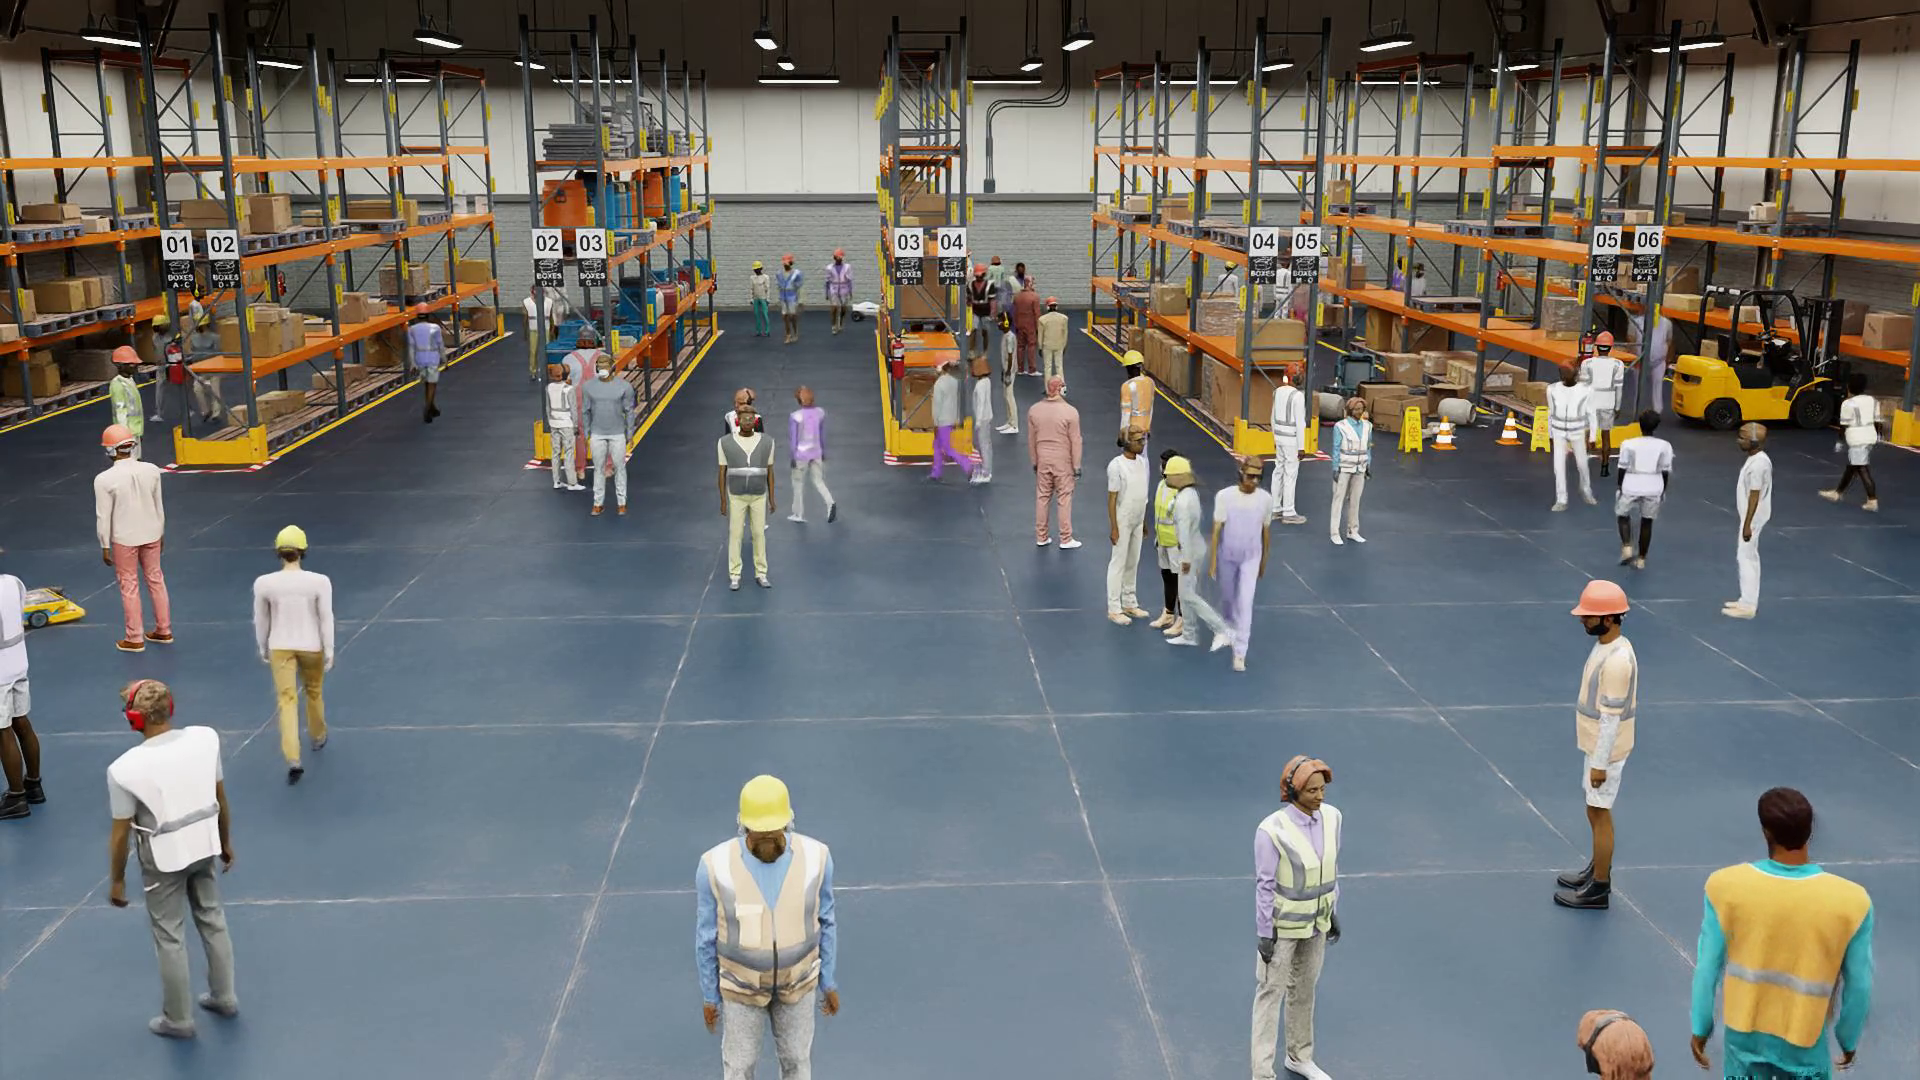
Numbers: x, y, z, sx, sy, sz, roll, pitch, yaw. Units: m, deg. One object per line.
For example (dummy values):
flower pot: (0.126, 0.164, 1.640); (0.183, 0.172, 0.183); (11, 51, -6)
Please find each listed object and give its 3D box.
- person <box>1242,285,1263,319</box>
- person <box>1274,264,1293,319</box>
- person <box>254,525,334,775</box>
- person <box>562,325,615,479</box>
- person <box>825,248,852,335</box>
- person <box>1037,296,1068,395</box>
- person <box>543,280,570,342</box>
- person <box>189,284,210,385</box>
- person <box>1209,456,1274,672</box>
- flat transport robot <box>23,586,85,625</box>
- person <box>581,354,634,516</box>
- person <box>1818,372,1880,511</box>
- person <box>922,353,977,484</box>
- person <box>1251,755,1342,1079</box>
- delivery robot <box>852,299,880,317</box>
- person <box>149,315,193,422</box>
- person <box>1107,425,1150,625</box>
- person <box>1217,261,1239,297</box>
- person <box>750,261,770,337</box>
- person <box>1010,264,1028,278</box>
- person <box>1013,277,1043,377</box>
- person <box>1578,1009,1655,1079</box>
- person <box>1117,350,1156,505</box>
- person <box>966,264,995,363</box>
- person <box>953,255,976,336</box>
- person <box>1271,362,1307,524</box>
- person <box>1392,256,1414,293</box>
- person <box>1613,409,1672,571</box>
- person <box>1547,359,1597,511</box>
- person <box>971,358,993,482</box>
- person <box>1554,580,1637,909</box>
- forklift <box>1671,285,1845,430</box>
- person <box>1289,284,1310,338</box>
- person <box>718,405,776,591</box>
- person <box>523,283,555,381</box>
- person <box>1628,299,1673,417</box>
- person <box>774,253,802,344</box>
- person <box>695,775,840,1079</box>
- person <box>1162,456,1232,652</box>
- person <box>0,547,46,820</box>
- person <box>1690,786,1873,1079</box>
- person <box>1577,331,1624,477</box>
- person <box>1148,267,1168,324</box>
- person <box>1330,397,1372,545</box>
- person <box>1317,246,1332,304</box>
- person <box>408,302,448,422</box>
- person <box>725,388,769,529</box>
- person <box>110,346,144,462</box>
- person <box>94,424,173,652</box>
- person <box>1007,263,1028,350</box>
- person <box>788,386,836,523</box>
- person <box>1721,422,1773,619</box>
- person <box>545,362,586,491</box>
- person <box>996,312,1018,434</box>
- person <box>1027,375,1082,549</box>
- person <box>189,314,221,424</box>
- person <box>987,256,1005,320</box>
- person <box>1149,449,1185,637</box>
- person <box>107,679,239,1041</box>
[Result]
person: (6.406, -5.066, 36.603); (0.500, 1.633, 0.280); (2, 13, 7)
person: (7.418, -5.556, 38.155); (0.358, 1.880, 0.575); (-8, 16, -32)
person: (-4.685, 0.762, 11.738); (0.530, 1.727, 0.925); (-4, 14, -16)
person: (-4.920, -1.838, 22.052); (0.688, 2.000, 0.536); (-4, 14, -16)
person: (-2.858, -5.830, 38.986); (0.653, 2.029, 0.605); (-2, 13, -9)
person: (1.634, -3.449, 29.545); (0.550, 1.734, 0.383); (-3, 14, -12)
person: (-8.507, -4.822, 34.773); (0.617, 2.011, 0.957); (-8, 16, -32)
person: (-14.052, -3.794, 30.740); (0.330, 1.861, 0.506); (-5, 14, -20)
person: (2.392, 0.141, 14.200); (0.526, 1.802, 0.971); (2, 13, 8)
flat transport robot: (-8.861, 0.683, 15.167); (0.652, 0.197, 1.431); (13, 18, 43)
person: (-4.179, -1.249, 19.775); (0.627, 1.940, 0.371); (-1, 13, -2)
person: (10.896, -1.196, 20.155); (0.538, 1.651, 0.822); (-7, 15, -26)
person: (-0.138, -1.564, 21.608); (0.772, 1.712, 0.567); (6, 14, 23)
person: (1.540, 1.770, 7.629); (0.512, 1.641, 0.307); (-10, 16, -35)
delivery robot: (-2.346, -5.842, 41.998); (0.707, 0.478, 0.477); (2, 13, 8)
person: (-12.735, -2.772, 26.747); (0.500, 1.699, 0.894); (2, 13, 10)
person: (1.554, -0.147, 15.308); (0.338, 1.846, 0.514); (12, 18, 40)
person: (6.202, -5.563, 38.425); (0.534, 1.767, 0.320); (10, 16, 36)
person: (-4.637, -5.573, 38.496); (0.536, 1.753, 0.341); (7, 15, 26)
person: (1.400, -5.704, 39.305); (0.503, 1.631, 0.283); (4, 14, 15)
person: (1.317, -4.092, 31.902); (0.639, 1.904, 0.402); (13, 18, 43)
person: (2.085, 2.298, 5.400); (0.511, 1.637, 0.307); (-2, 13, -7)
person: (2.118, -1.347, 20.231); (0.372, 1.922, 0.585); (12, 18, 40)
person: (0.390, -4.597, 33.848); (0.629, 1.986, 1.045); (3, 14, 12)
person: (0.099, -5.731, 38.813); (0.584, 1.917, 0.375); (9, 16, 34)
person: (3.844, -1.137, 19.418); (0.337, 1.882, 0.584); (-5, 14, -21)
person: (10.322, -5.714, 38.931); (0.429, 1.837, 0.628); (-6, 15, -24)
person: (7.046, -0.511, 17.191); (0.535, 1.688, 0.356); (3, 14, 12)
person: (7.422, -1.290, 20.142); (0.624, 1.859, 0.725); (9, 16, 33)
person: (0.284, -1.568, 21.782); (0.286, 1.633, 0.500); (3, 14, 12)
person: (3.657, 1.170, 9.564); (0.392, 1.927, 0.546); (4, 14, 16)
forklift: (12.503, -2.886, 26.166); (2.313, 2.155, 1.214); (-1, 13, -3)
person: (7.484, -5.060, 36.396); (0.778, 1.724, 0.548); (-9, 16, -33)
person: (-2.109, -0.430, 16.500); (0.565, 1.850, 0.390); (-4, 14, -17)
person: (-7.928, -3.929, 31.330); (0.570, 1.843, 0.372); (-6, 15, -24)
person: (11.104, -2.959, 26.801); (0.684, 2.000, 1.131); (4, 14, 17)
person: (-3.833, -5.350, 36.976); (0.608, 2.030, 0.475); (5, 14, 22)
person: (-0.793, 1.841, 6.945); (0.600, 1.824, 0.405); (-4, 14, -15)
person: (2.047, 0.121, 14.469); (0.637, 1.706, 0.510); (3, 14, 14)
person: (-6.272, 0.865, 10.822); (0.356, 1.939, 0.543); (-1, 13, -3)
person: (3.157, 1.917, 6.468); (0.616, 1.887, 0.567); (7, 15, 28)
person: (8.502, -1.803, 22.125); (0.552, 1.937, 0.356); (3, 14, 14)
person: (4.672, -5.614, 39.051); (0.519, 1.580, 0.887); (-1, 13, -4)
person: (4.324, -0.769, 18.385); (0.514, 1.640, 0.310); (-6, 15, -24)
person: (9.422, -6.692, 43.061); (0.595, 1.831, 0.403); (0, 13, 1)
person: (-8.567, -2.866, 26.699); (0.541, 1.909, 0.926); (1, 13, 5)
person: (-2.444, -0.913, 18.994); (0.521, 1.640, 0.307); (7, 15, 26)
person: (-9.783, -1.277, 19.671); (0.391, 2.040, 0.614); (-4, 14, -15)
person: (-7.216, -0.021, 14.489); (0.406, 1.986, 0.604); (8, 16, 32)
person: (1.314, -5.053, 36.044); (0.616, 1.867, 0.992); (-4, 14, -17)
person: (-1.735, -0.975, 19.282); (0.526, 1.614, 0.671); (-11, 17, -39)
person: (7.366, -0.190, 15.514); (0.343, 1.838, 0.509); (7, 15, 26)
person: (-5.065, -1.443, 21.235); (0.512, 1.642, 0.312); (9, 16, 33)
person: (0.723, -2.566, 25.542); (0.326, 1.861, 0.503); (-2, 13, -8)
person: (1.057, -0.850, 18.154); (0.643, 1.909, 0.411); (8, 16, 32)
person: (-11.943, -2.703, 26.351); (0.526, 1.753, 0.451); (0, 13, -1)
person: (0.915, -6.426, 42.384); (0.508, 1.623, 0.276); (-8, 15, -30)
person: (1.916, 0.017, 14.952); (0.319, 1.694, 0.533); (-5, 14, -22)
person: (-3.808, 1.559, 8.110); (0.425, 1.835, 0.591); (8, 15, 30)
